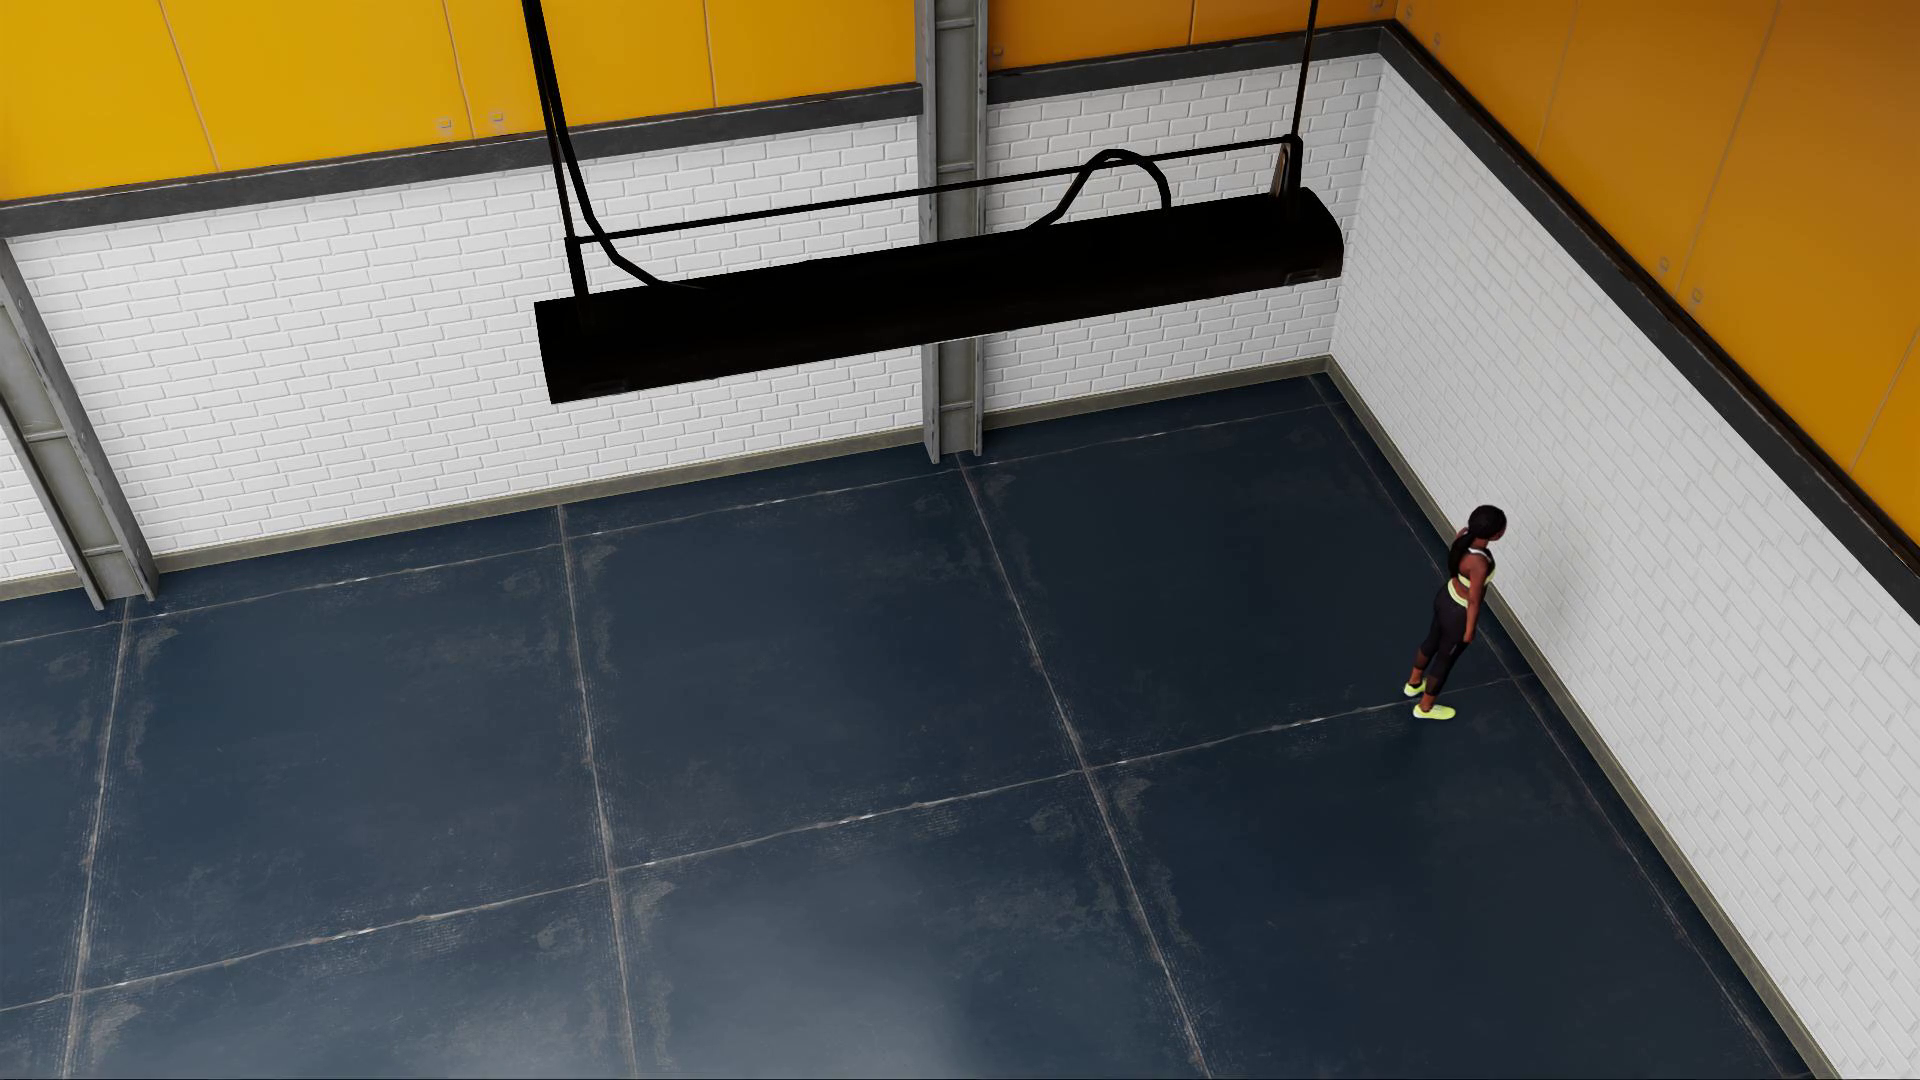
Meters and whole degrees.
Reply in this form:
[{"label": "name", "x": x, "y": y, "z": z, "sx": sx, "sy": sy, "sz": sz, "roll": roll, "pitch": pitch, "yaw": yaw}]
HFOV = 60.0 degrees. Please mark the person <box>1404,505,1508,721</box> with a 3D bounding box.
[{"label": "person", "x": 3.063, "y": 0.447, "z": 10.321, "sx": 0.560, "sy": 1.753, "sz": 0.593, "roll": -3, "pitch": 44, "yaw": -3}]
